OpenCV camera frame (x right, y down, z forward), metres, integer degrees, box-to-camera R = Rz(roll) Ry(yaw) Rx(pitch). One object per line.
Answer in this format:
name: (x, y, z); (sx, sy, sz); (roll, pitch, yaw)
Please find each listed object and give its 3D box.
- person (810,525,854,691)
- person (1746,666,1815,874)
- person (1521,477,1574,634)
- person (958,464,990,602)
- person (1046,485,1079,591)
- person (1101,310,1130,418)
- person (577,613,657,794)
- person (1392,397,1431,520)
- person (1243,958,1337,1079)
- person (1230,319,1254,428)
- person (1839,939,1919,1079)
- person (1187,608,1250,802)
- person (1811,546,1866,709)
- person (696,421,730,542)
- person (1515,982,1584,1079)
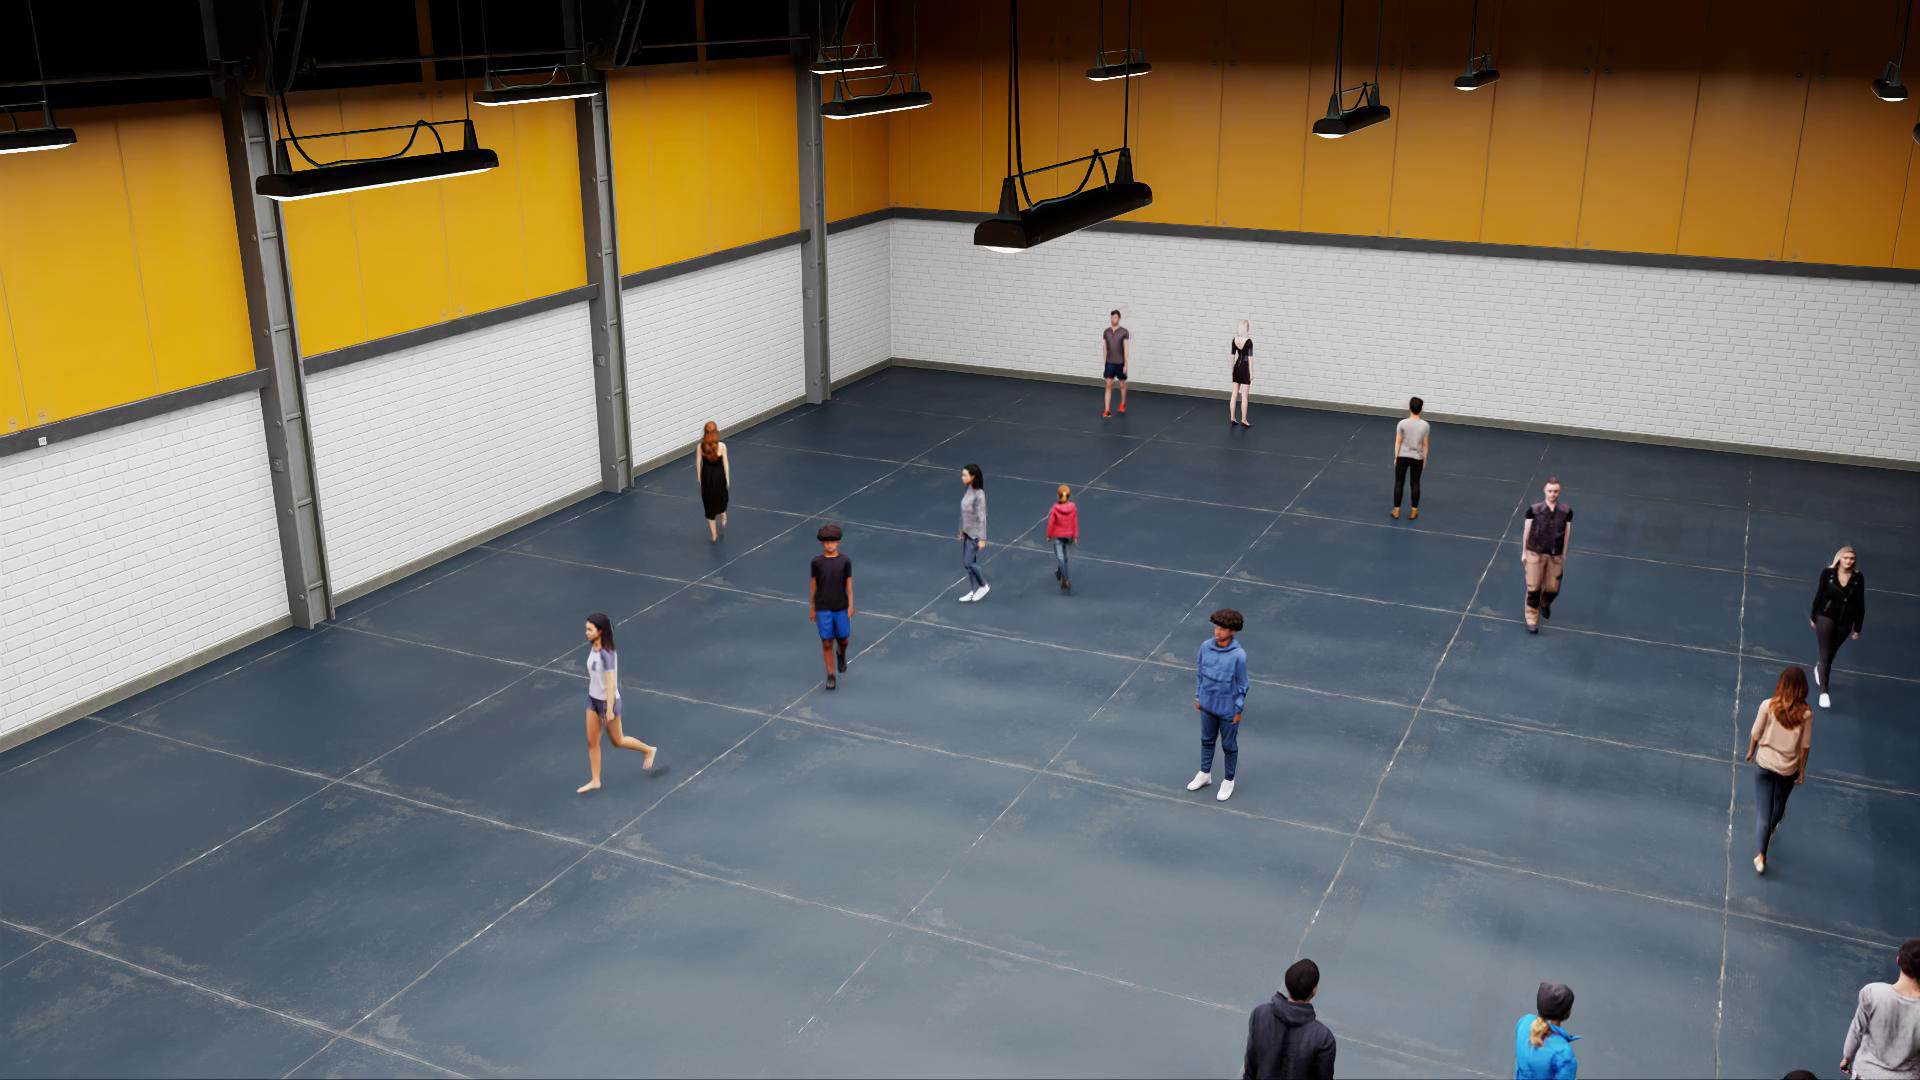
person: (-1.365, 0.678, 17.644); (0.825, 1.784, 0.954); (-1, 19, -2)
person: (6.831, 1.953, 13.924); (0.601, 1.744, 1.076); (8, 20, 23)
person: (6.722, 0.142, 19.169); (0.791, 1.827, 0.902); (3, 19, 10)
person: (0.237, -0.084, 20.001); (0.793, 1.725, 0.742); (-8, 20, -23)
person: (1.285, -0.010, 20.469); (0.866, 1.286, 0.978); (-4, 19, -13)
person: (2.735, -3.030, 28.618); (0.687, 1.809, 1.167); (8, 20, 23)
person: (-3.205, 1.488, 15.353); (1.116, 1.712, 0.898); (-13, 23, -34)
person: (6.271, -1.147, 23.169); (0.639, 1.717, 0.591); (4, 19, 11)
person: (1.848, 3.326, 9.646); (0.731, 1.871, 0.713); (12, 22, 31)
person: (4.730, -2.809, 27.929); (0.612, 1.829, 0.634); (-17, 25, -40)
person: (5.513, 3.261, 9.897); (0.678, 1.834, 0.743); (10, 21, 28)
person: (2.389, 1.474, 15.239); (0.728, 1.811, 0.666); (15, 24, 37)
person: (9.112, 0.853, 17.350); (0.700, 1.641, 1.174); (6, 19, 17)
person: (-3.303, -0.755, 22.204); (0.929, 1.590, 1.106); (-3, 19, -8)
person: (3.291, 3.373, 9.651); (1.088, 1.779, 1.054); (-6, 19, -17)
